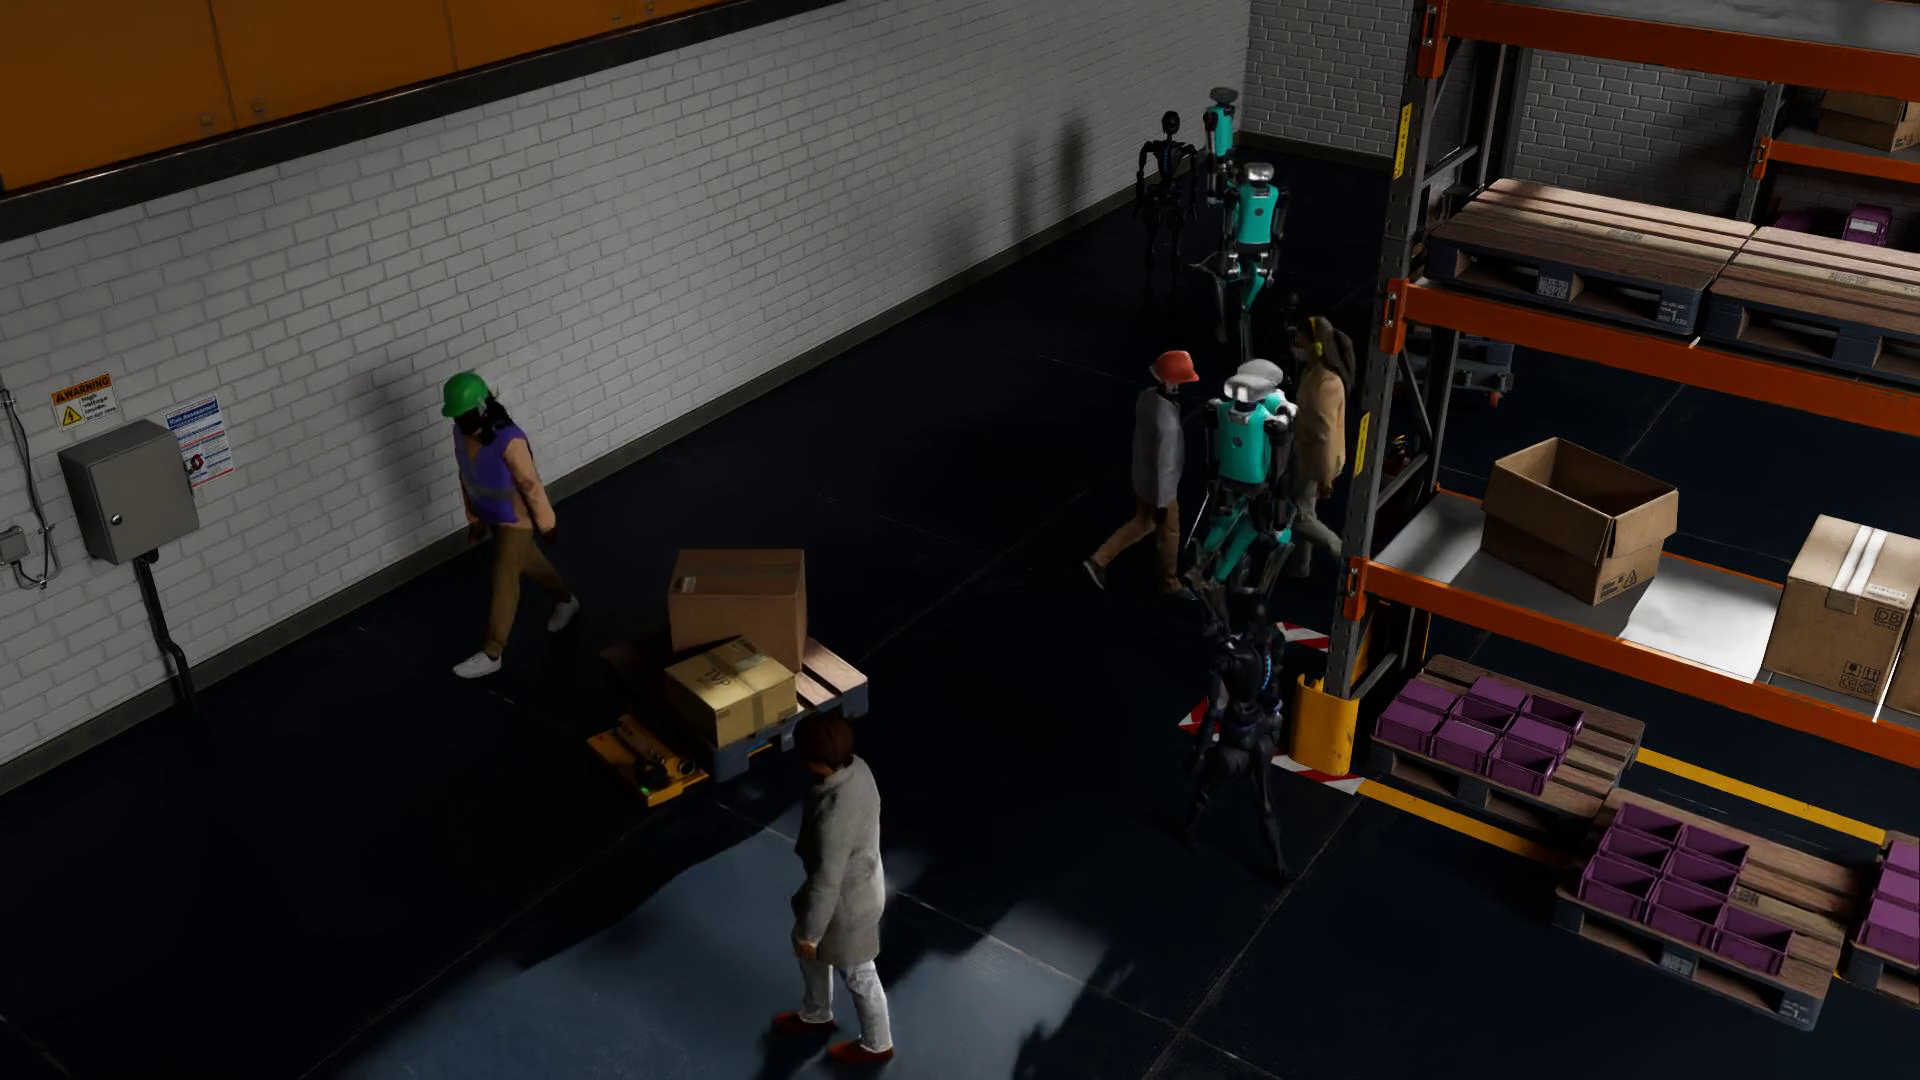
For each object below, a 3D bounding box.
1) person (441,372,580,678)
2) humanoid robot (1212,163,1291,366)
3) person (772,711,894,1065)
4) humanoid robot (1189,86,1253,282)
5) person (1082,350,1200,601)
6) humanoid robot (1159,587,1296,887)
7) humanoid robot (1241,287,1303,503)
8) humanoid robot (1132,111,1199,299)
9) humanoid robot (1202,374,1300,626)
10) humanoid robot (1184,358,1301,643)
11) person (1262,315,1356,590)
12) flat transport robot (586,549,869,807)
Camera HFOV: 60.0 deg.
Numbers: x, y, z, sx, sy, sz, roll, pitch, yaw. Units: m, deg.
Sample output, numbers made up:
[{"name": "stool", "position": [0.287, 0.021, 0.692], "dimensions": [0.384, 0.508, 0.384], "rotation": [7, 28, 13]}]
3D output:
[{"name": "person", "position": [-2.639, -0.147, 9.699], "dimensions": [0.553, 1.870, 0.986], "rotation": [23, 37, 34]}, {"name": "humanoid robot", "position": [2.295, -2.279, 13.579], "dimensions": [0.543, 1.766, 1.042], "rotation": [-3, 30, -6]}, {"name": "person", "position": [-0.597, 1.487, 6.910], "dimensions": [0.673, 1.811, 0.520], "rotation": [1, 30, 2]}, {"name": "humanoid robot", "position": [2.577, -3.174, 15.101], "dimensions": [0.933, 1.776, 0.570], "rotation": [20, 35, 30]}, {"name": "person", "position": [1.167, -0.373, 10.224], "dimensions": [0.678, 1.728, 0.586], "rotation": [-4, 30, -7]}, {"name": "humanoid robot", "position": [1.360, 0.921, 8.081], "dimensions": [0.600, 1.620, 0.796], "rotation": [-24, 38, -35]}, {"name": "humanoid robot", "position": [2.141, -0.911, 11.231], "dimensions": [0.677, 1.632, 0.604], "rotation": [-4, 30, -7]}, {"name": "humanoid robot", "position": [1.822, -2.984, 14.790], "dimensions": [0.599, 1.659, 0.315], "rotation": [9, 31, 15]}, {"name": "humanoid robot", "position": [1.790, -0.182, 9.996], "dimensions": [0.549, 1.892, 0.738], "rotation": [21, 36, 32]}, {"name": "humanoid robot", "position": [1.570, -0.160, 9.860], "dimensions": [0.705, 1.803, 0.541], "rotation": [-19, 35, -30]}, {"name": "person", "position": [2.258, -0.506, 10.343], "dimensions": [0.543, 1.852, 0.571], "rotation": [5, 30, 8]}, {"name": "flat transport robot", "position": [-1.304, 0.989, 9.324], "dimensions": [1.431, 0.231, 0.659], "rotation": [-23, 37, -34]}]
